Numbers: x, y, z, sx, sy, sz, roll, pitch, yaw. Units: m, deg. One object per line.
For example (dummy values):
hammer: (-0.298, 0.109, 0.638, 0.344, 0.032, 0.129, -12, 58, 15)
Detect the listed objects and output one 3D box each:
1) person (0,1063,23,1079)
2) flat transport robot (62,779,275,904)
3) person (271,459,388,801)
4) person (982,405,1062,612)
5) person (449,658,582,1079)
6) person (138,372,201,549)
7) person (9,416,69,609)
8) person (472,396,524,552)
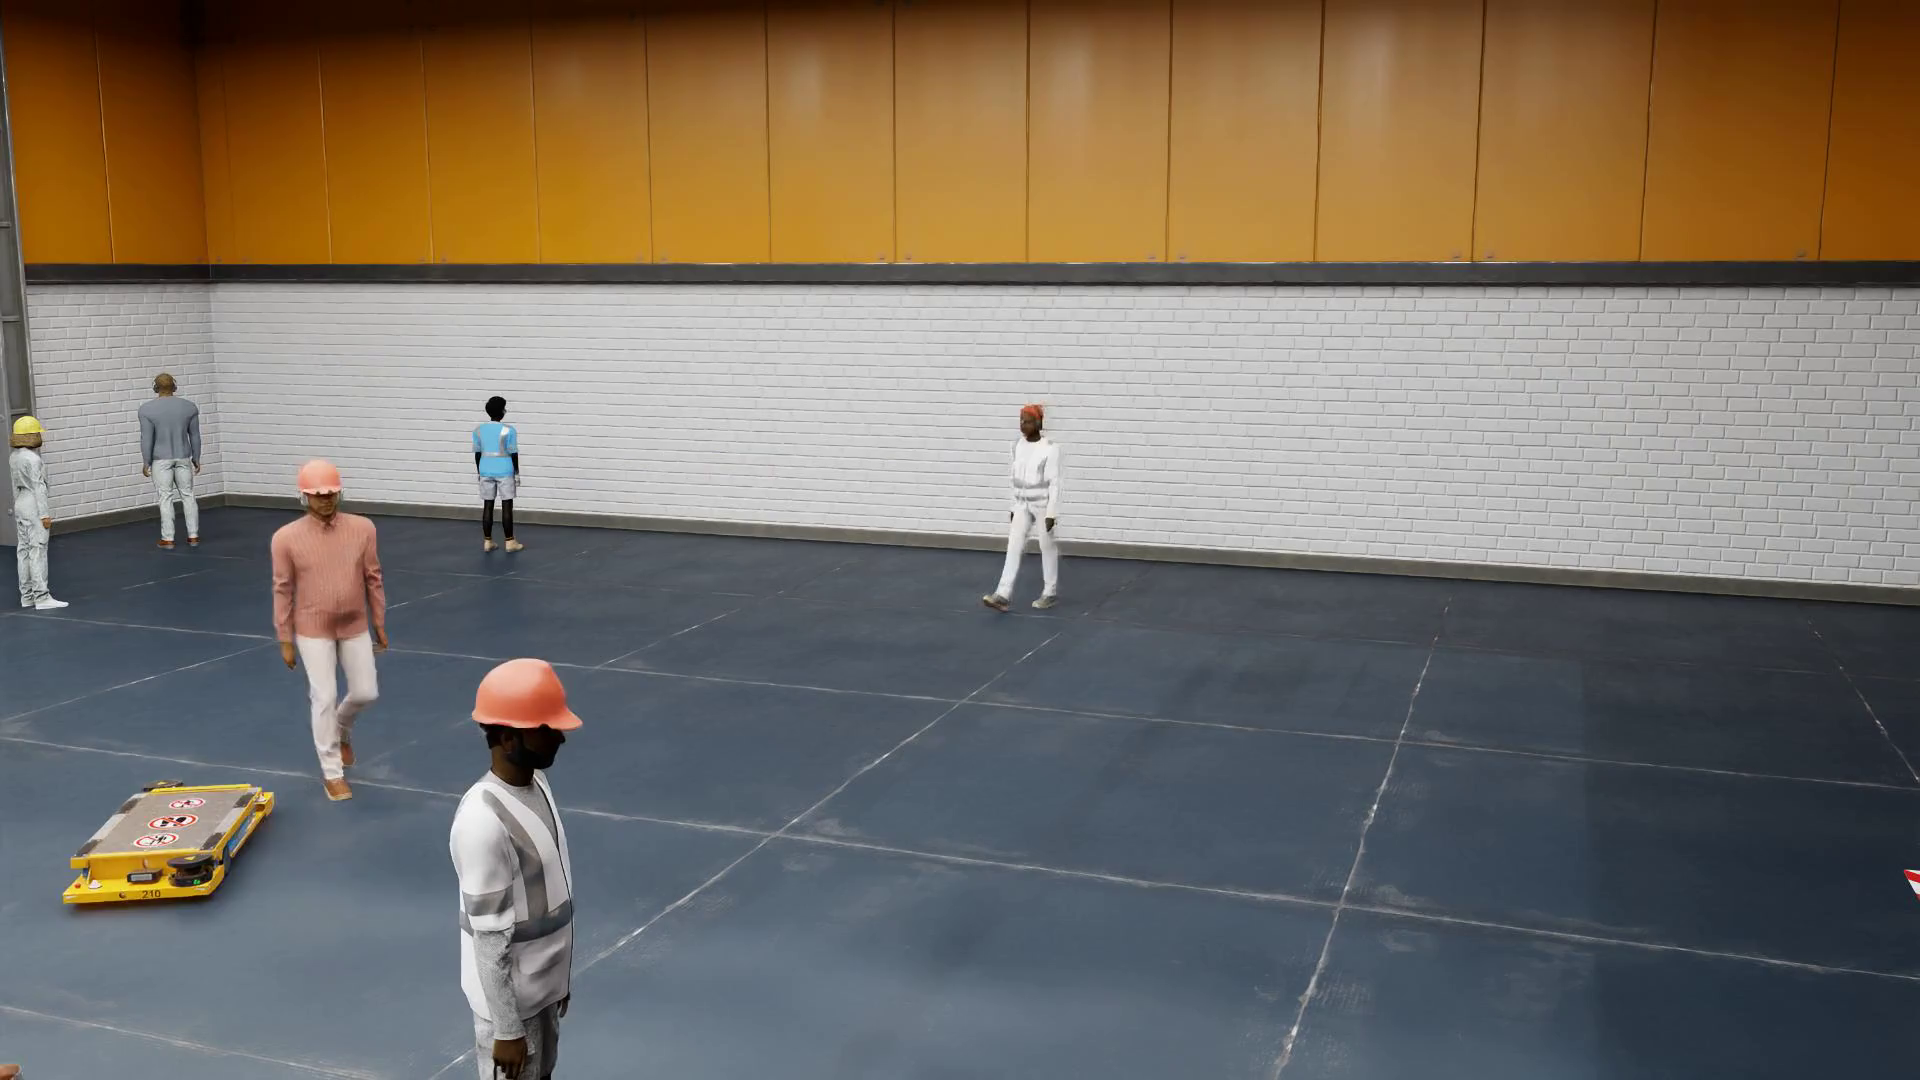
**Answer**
person: (-3.745, 1.163, 5.782, 0.666, 1.909, 0.741, 4, 10, 25)
flat transport robot: (-4.051, 1.522, 8.601, 0.652, 0.197, 1.431, -2, 9, -10)
person: (-3.672, 0.499, 9.668, 0.633, 1.973, 0.571, -7, 12, -38)
person: (0.581, -0.259, 14.773, 0.606, 1.841, 0.923, 7, 12, 39)
person: (-1.260, 1.295, 4.860, 0.358, 1.937, 0.544, 0, 9, -1)
person: (-8.676, -0.872, 18.301, 0.635, 1.936, 0.351, -9, 13, -43)
person: (-8.359, -0.246, 15.019, 0.486, 1.744, 0.294, 7, 11, 36)
person: (-5.015, -0.713, 18.057, 0.540, 1.695, 0.317, 2, 9, 15)
